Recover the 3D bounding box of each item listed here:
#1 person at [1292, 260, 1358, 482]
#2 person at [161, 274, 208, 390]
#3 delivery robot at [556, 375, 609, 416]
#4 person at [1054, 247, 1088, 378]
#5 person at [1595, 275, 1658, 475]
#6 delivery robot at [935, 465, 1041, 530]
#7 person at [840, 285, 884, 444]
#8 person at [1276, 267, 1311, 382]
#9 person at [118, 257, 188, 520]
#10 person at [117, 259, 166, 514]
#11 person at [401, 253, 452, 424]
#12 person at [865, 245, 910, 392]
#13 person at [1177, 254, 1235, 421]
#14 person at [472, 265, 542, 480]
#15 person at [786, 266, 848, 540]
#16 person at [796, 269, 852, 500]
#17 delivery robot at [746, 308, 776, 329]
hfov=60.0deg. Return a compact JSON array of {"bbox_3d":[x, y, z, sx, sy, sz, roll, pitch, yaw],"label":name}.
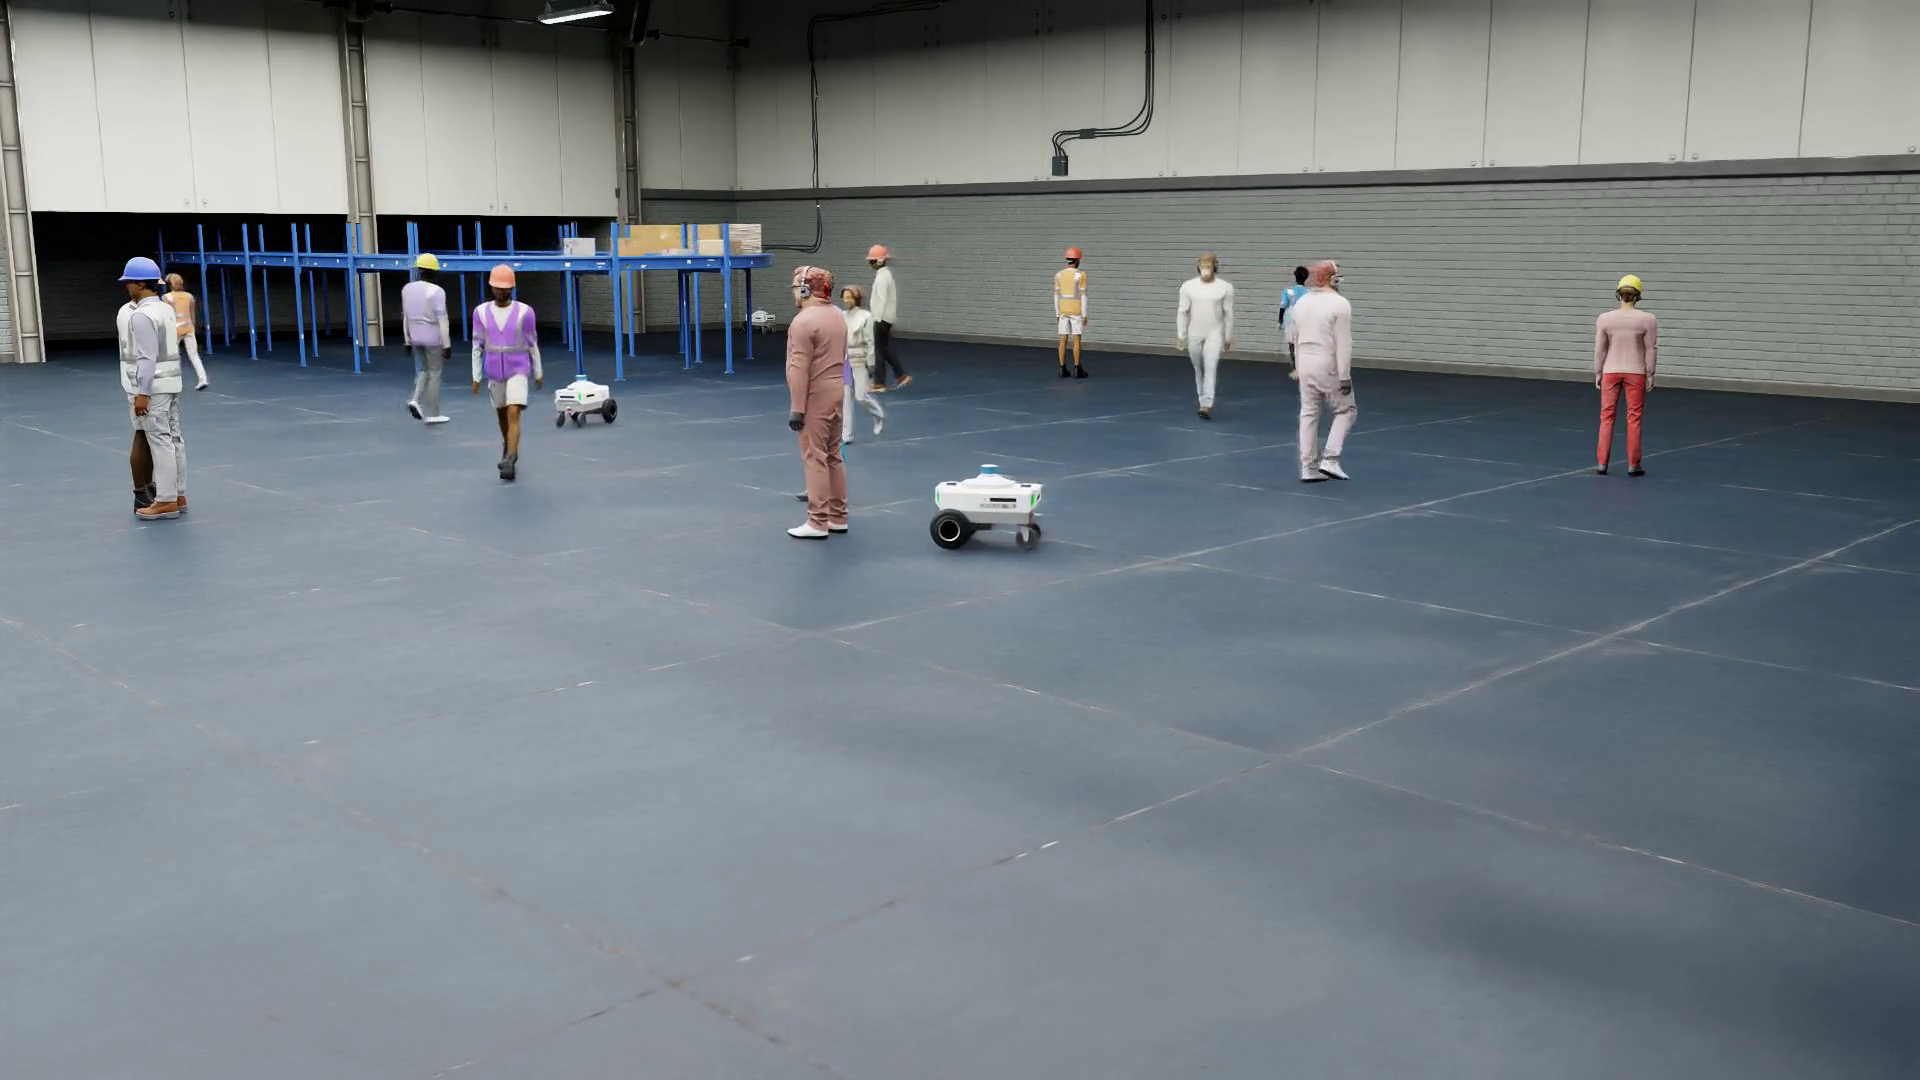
[{"bbox_3d":[3.160,-1.437,14.254,0.508,1.891,0.671,-7,13,-34],"label":"person"},{"bbox_3d":[-10.654,-2.842,22.773,0.879,1.602,0.522,6,12,31],"label":"person"},{"bbox_3d":[-4.257,-1.617,18.759,0.477,0.478,0.707,3,11,16],"label":"delivery robot"},{"bbox_3d":[1.676,-3.410,24.900,0.547,1.938,0.379,7,12,33],"label":"person"},{"bbox_3d":[5.892,-1.460,14.745,0.523,1.766,0.315,6,12,30],"label":"person"},{"bbox_3d":[0.198,-0.275,11.444,0.707,0.478,0.477,2,11,9],"label":"delivery robot"},{"bbox_3d":[-1.051,-1.797,16.993,0.515,1.620,0.587,6,12,32],"label":"person"},{"bbox_3d":[4.914,-3.142,24.221,0.535,1.656,0.839,-2,11,-12],"label":"person"},{"bbox_3d":[-6.060,-1.145,12.523,0.384,1.949,0.603,-2,11,-9],"label":"person"},{"bbox_3d":[-6.204,-1.177,12.734,0.369,1.933,0.551,-2,11,-12],"label":"person"},{"bbox_3d":[-5.969,-2.257,18.689,0.605,1.908,0.424,5,12,26],"label":"person"},{"bbox_3d":[-1.029,-2.989,22.551,0.537,1.982,0.654,1,10,4],"label":"person"},{"bbox_3d":[2.815,-2.328,19.142,0.633,1.884,1.033,3,11,17],"label":"person"},{"bbox_3d":[-4.029,-1.508,14.785,0.562,1.869,1.102,0,10,0],"label":"person"},{"bbox_3d":[-1.027,-0.971,11.738,0.399,1.895,0.634,4,11,21],"label":"person"},{"bbox_3d":[-1.067,-1.213,13.170,0.389,1.846,0.567,-5,12,-26],"label":"person"},{"bbox_3d":[-4.325,-4.798,36.109,0.477,0.478,0.707,-10,14,-44],"label":"delivery robot"}]
